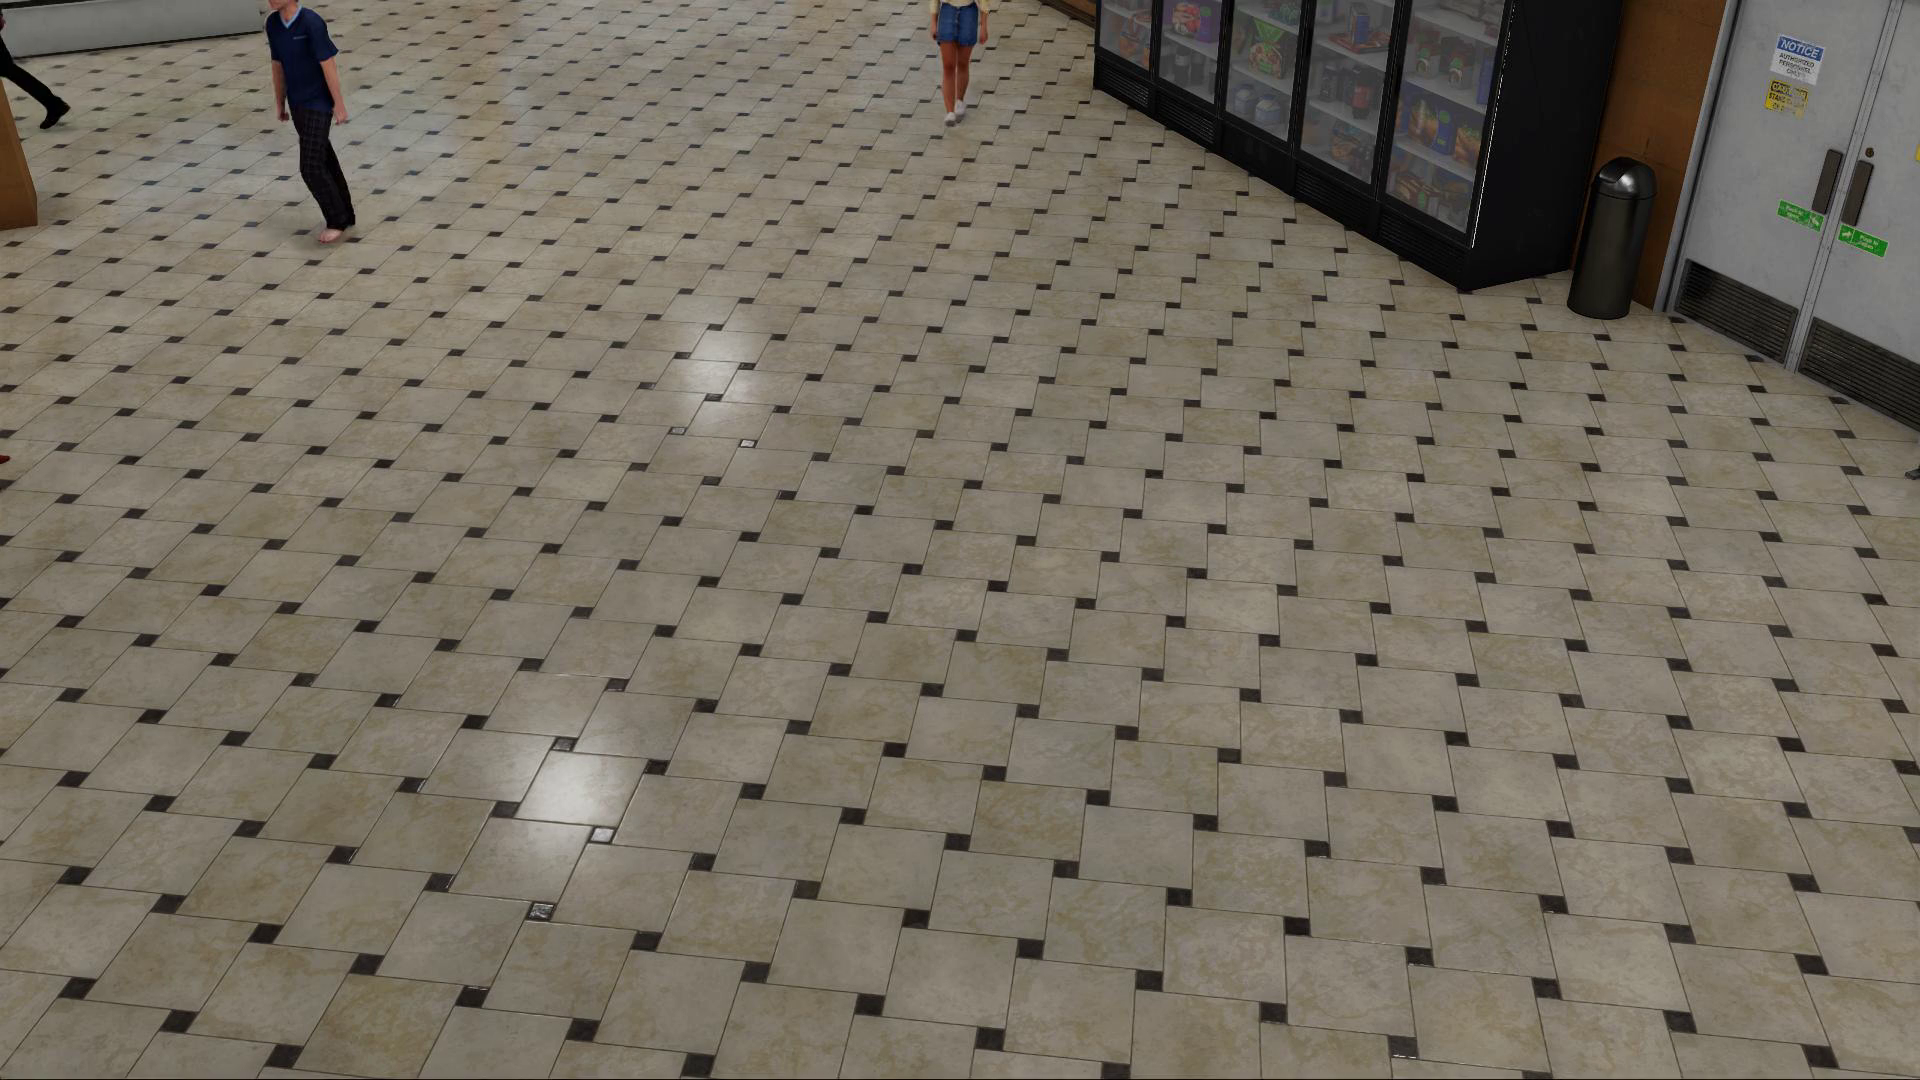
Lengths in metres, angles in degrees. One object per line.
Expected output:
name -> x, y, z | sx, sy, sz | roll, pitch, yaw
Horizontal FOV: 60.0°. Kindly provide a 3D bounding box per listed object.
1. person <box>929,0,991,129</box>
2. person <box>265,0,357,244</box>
person -> -0.004, -4.270, 13.747 | 1.081, 1.595, 1.001 | 0, 32, 1
person -> -4.397, -3.007, 11.473 | 0.847, 1.853, 0.898 | 17, 36, 25
